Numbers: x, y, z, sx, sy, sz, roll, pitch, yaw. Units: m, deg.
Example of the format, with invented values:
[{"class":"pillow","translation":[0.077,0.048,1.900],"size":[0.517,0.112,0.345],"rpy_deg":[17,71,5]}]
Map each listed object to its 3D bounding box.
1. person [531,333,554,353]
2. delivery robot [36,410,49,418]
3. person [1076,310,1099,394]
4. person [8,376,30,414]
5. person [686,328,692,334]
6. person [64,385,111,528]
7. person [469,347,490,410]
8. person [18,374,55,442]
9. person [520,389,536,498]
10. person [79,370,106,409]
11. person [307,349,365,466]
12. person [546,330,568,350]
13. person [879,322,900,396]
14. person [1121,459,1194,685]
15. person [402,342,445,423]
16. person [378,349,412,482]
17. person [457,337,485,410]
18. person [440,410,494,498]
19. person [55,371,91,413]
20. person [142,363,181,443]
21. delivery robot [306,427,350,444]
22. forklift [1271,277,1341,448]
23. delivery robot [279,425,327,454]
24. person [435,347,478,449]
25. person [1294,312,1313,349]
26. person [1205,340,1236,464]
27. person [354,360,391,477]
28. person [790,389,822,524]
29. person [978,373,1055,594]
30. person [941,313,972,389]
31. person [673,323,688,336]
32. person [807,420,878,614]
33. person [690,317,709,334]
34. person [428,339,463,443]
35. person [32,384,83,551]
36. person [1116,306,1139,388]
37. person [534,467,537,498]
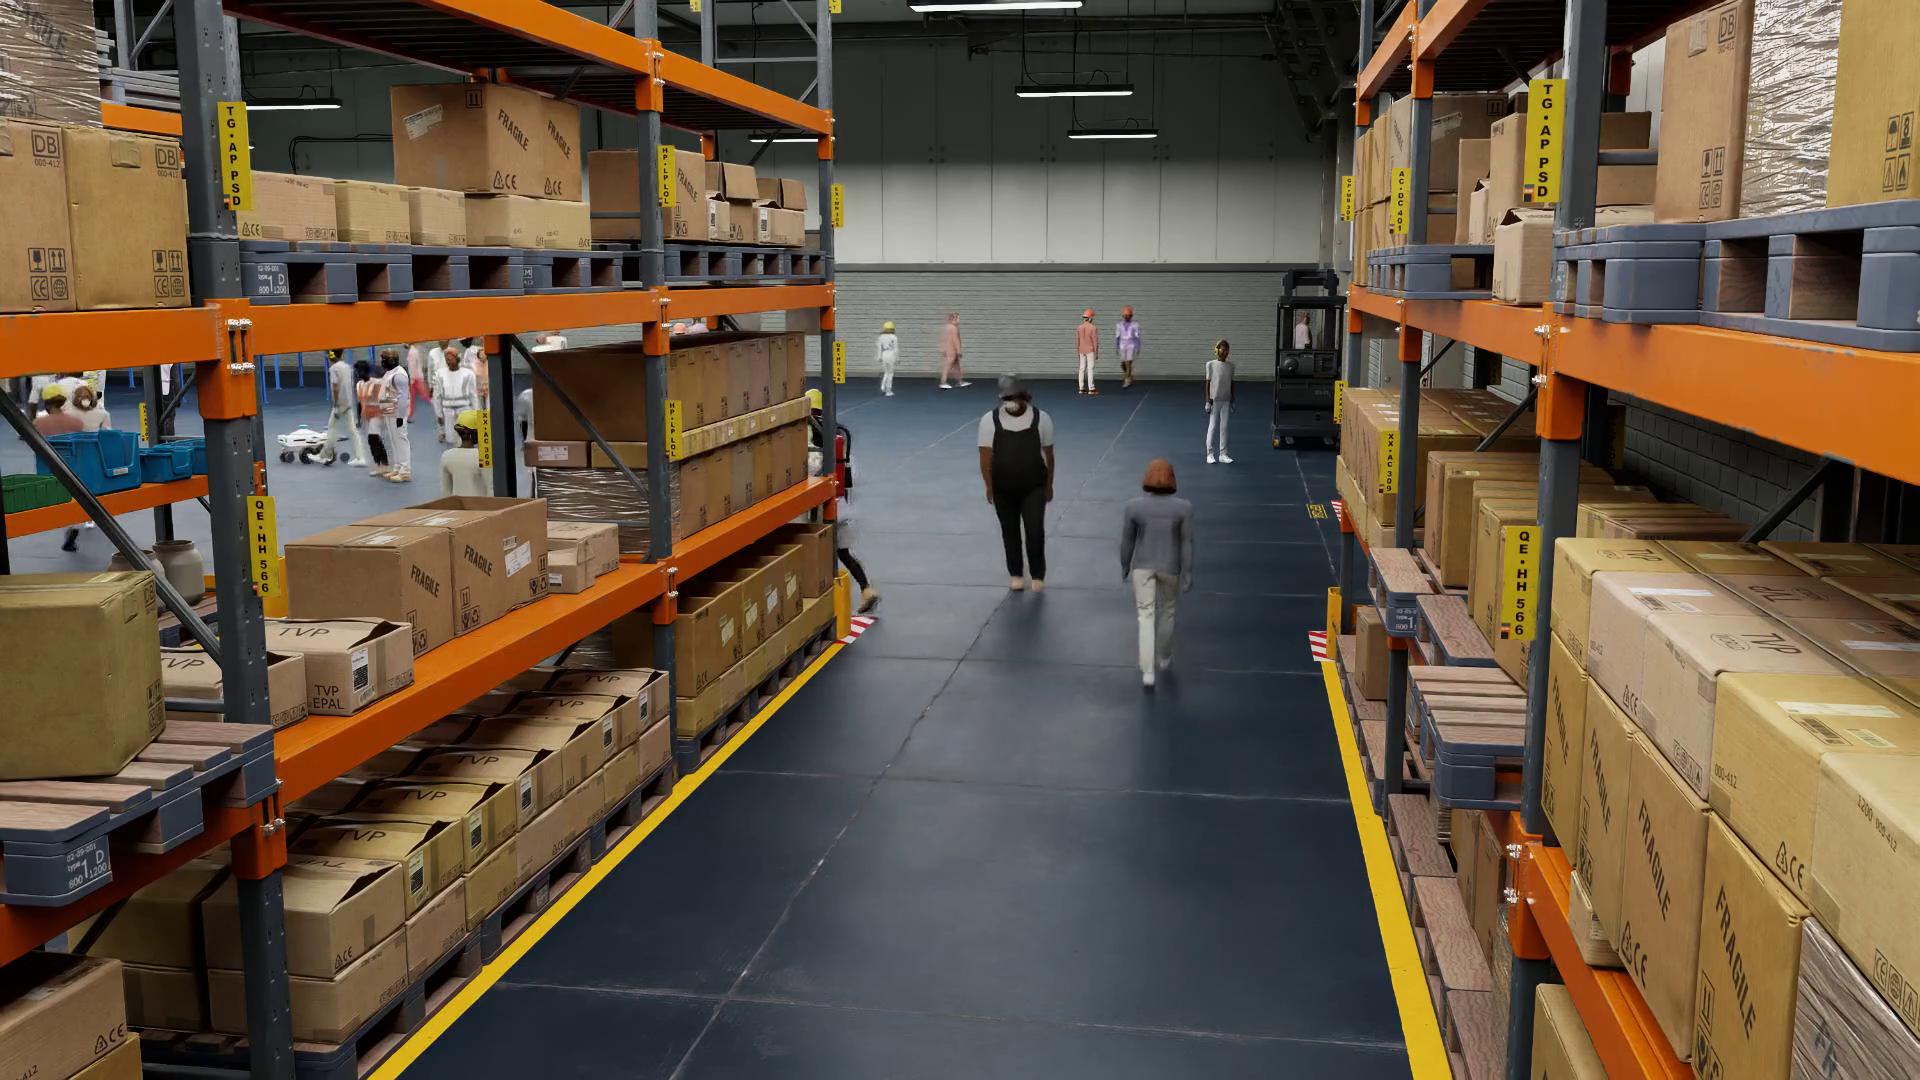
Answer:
[{"class":"person","translation":[-8.772,-3.558,35.110],"size":[0.505,1.608,0.812],"rpy_deg":[-5,10,-27]},{"class":"delivery robot","translation":[-16.191,-2.192,29.746],"size":[0.707,0.478,0.477],"rpy_deg":[-4,10,-24]},{"class":"person","translation":[3.045,-4.478,39.571],"size":[0.611,1.996,0.378],"rpy_deg":[8,12,42]},{"class":"person","translation":[-19.282,-3.500,34.051],"size":[0.510,1.833,0.614],"rpy_deg":[-3,10,-16]},{"class":"person","translation":[-5.047,-2.932,30.437],"size":[0.993,1.856,0.666],"rpy_deg":[-4,10,-24]},{"class":"person","translation":[-10.012,-0.974,19.122],"size":[0.517,1.620,0.618],"rpy_deg":[-5,11,-30]},{"class":"person","translation":[-8.196,-2.518,28.658],"size":[0.518,1.622,0.585],"rpy_deg":[-2,10,-14]},{"class":"person","translation":[-15.729,-2.596,28.337],"size":[0.626,1.874,0.879],"rpy_deg":[2,10,15]},{"class":"person","translation":[-4.758,-1.130,19.180],"size":[0.606,1.912,1.008],"rpy_deg":[-1,9,-4]},{"class":"person","translation":[-14.717,-2.550,28.172],"size":[0.622,1.840,0.429],"rpy_deg":[6,11,34]},{"class":"person","translation":[-9.373,-2.025,24.953],"size":[0.908,1.825,0.564],"rpy_deg":[2,9,14]},{"class":"person","translation":[-9.551,-4.263,39.440],"size":[0.521,1.611,0.745],"rpy_deg":[-2,9,-12]},{"class":"person","translation":[-1.638,-4.256,39.015],"size":[0.493,1.727,0.383],"rpy_deg":[7,11,35]},{"class":"person","translation":[1.402,0.215,11.877],"size":[0.514,1.587,0.850],"rpy_deg":[1,9,8]},{"class":"person","translation":[-10.382,-3.109,31.985],"size":[0.874,1.716,0.562],"rpy_deg":[-3,10,-16]},{"class":"person","translation":[-7.881,-1.742,23.181],"size":[0.429,1.840,0.632],"rpy_deg":[-5,11,-30]},{"class":"person","translation":[-8.670,-2.840,29.723],"size":[0.586,1.913,0.560],"rpy_deg":[-5,10,-26]},{"class":"person","translation":[-4.077,-0.203,13.917],"size":[0.533,1.767,0.326],"rpy_deg":[3,10,19]},{"class":"person","translation":[-11.012,-1.385,20.882],"size":[0.603,1.864,0.623],"rpy_deg":[4,10,22]},{"class":"person","translation":[-12.596,-2.275,26.256],"size":[0.588,1.913,0.377],"rpy_deg":[0,9,3]},{"class":"delivery robot","translation":[-9.662,-1.618,25.408],"size":[0.335,0.223,0.698],"rpy_deg":[4,10,25]},{"class":"forklift","translation":[5.847,-3.016,27.970],"size":[1.129,2.768,1.873],"rpy_deg":[1,9,9]},{"class":"delivery robot","translation":[-10.127,-1.533,25.685],"size":[0.707,0.478,0.477],"rpy_deg":[-8,12,-39]},{"class":"person","translation":[-7.064,-1.796,23.433],"size":[0.598,1.865,0.610],"rpy_deg":[0,9,0]},{"class":"person","translation":[8.381,-4.579,40.473],"size":[0.404,1.906,0.652],"rpy_deg":[-2,9,-12]},{"class":"person","translation":[3.975,-2.109,25.342],"size":[0.513,1.875,0.328],"rpy_deg":[-3,10,-21]},{"class":"person","translation":[-8.349,-1.717,23.547],"size":[0.552,1.657,0.582],"rpy_deg":[7,12,37]},{"class":"person","translation":[-1.386,-0.499,15.557],"size":[0.404,1.827,0.588],"rpy_deg":[9,13,44]},{"class":"person","translation":[0.508,-0.498,15.018],"size":[0.695,2.000,0.888],"rpy_deg":[1,9,4]},{"class":"person","translation":[-0.083,-4.687,41.260],"size":[0.929,1.862,0.676],"rpy_deg":[-2,9,-13]},{"class":"person","translation":[-4.966,-2.868,29.645],"size":[0.626,1.992,0.387],"rpy_deg":[-1,9,-4]},{"class":"person","translation":[-1.069,-0.191,14.157],"size":[0.815,1.670,0.538],"rpy_deg":[7,11,36]},{"class":"person","translation":[-6.143,-4.373,39.099],"size":[0.377,1.940,0.628],"rpy_deg":[5,11,29]},{"class":"person","translation":[-8.715,-2.597,28.230],"size":[0.638,1.930,0.573],"rpy_deg":[1,9,5]},{"class":"person","translation":[-9.312,-0.741,17.273],"size":[0.498,1.758,0.533],"rpy_deg":[6,11,35]},{"class":"person","translation":[4.222,-4.843,41.730],"size":[0.613,2.030,0.667],"rpy_deg":[4,10,22]},{"class":"person","translation":[-3.062,-0.118,13.181],"size":[0.592,1.834,0.404],"rpy_deg":[-6,11,-32]}]
